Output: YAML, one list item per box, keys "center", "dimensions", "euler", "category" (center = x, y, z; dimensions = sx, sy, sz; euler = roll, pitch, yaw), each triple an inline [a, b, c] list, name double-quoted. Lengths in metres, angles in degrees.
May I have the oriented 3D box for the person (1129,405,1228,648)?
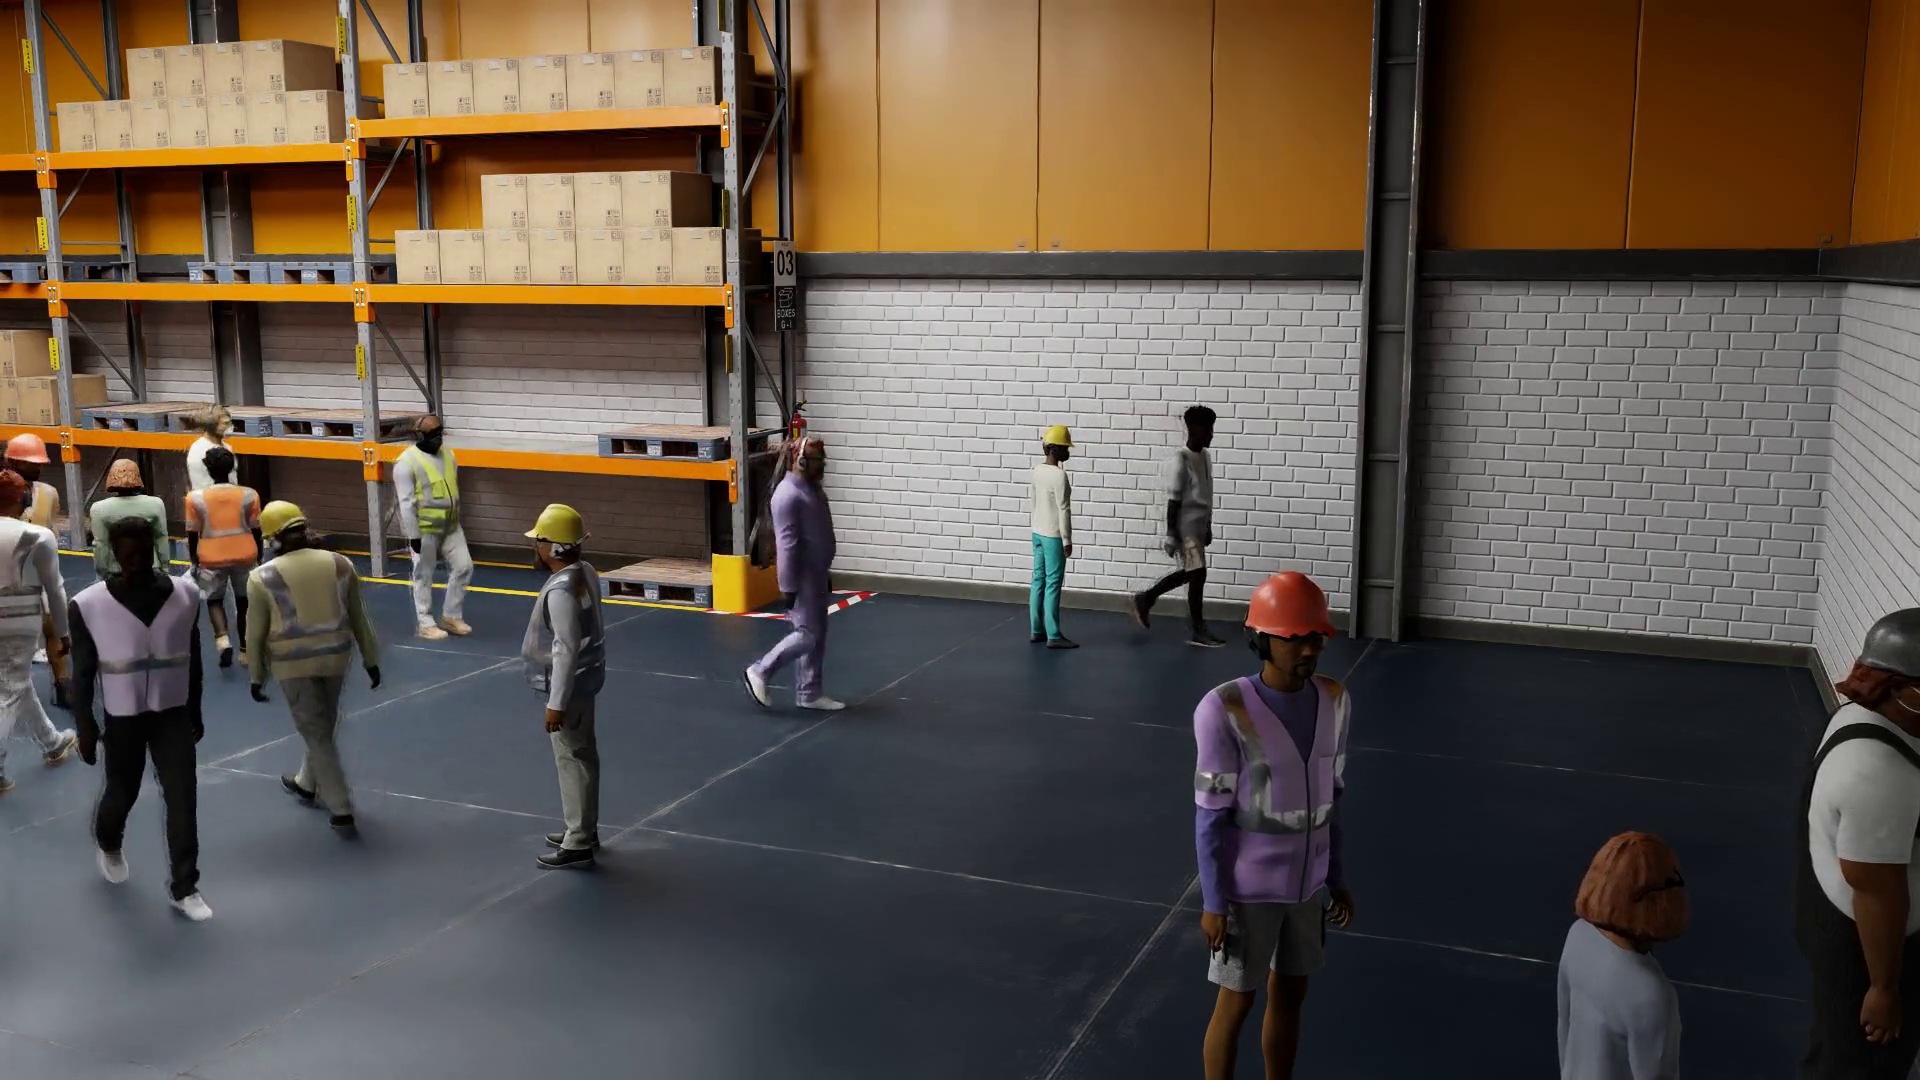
- center: [1.751, -0.125, 13.250]
  dimensions: [0.814, 1.936, 0.638]
  euler: [5, 11, 29]
  category: "person"

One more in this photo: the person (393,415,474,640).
- center: [-4.183, -0.089, 13.337]
  dimensions: [0.559, 1.823, 0.651]
  euler: [5, 11, 27]
  category: "person"

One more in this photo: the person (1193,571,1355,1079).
- center: [1.041, 1.107, 5.420]
  dimensions: [0.605, 2.045, 0.377]
  euler: [-5, 11, -29]
  category: "person"

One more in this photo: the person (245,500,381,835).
- center: [-3.507, 0.664, 8.954]
  dimensions: [0.932, 1.760, 0.637]
  euler: [8, 12, 41]
  category: "person"

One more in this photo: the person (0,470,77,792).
- center: [-5.495, 0.511, 9.672]
  dimensions: [0.585, 1.826, 0.973]
  euler: [1, 9, 5]
  category: "person"

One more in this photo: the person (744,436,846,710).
- center: [-1.098, 0.240, 11.175]
  dimensions: [0.547, 1.888, 0.645]
  euler: [2, 10, 12]
  category: "person"

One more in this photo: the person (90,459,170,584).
- center: [-5.961, 0.229, 11.987]
  dimensions: [0.507, 1.633, 0.278]
  euler: [-7, 12, -38]
  category: "person"

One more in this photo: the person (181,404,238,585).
- center: [-6.081, -0.151, 13.469]
  dimensions: [0.908, 1.913, 0.636]
  euler: [0, 9, 2]
  category: "person"

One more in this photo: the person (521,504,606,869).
- center: [-1.986, 0.727, 8.355]
  dimensions: [0.403, 1.837, 0.588]
  euler: [0, 9, -3]
  category: "person"

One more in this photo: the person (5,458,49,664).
- center: [-7.098, 0.119, 12.641]
  dimensions: [0.311, 1.636, 0.521]
  euler: [-6, 11, -34]
  category: "person"

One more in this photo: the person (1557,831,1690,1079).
- center: [1.649, 1.518, 4.164]
  dimensions: [0.280, 1.636, 0.500]
  euler: [-1, 9, -6]
  category: "person"

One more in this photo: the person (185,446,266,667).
- center: [-5.420, 0.148, 12.322]
  dimensions: [0.548, 1.684, 0.469]
  euler: [-5, 11, -28]
  category: "person"

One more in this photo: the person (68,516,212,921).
- center: [-3.871, 0.797, 7.831]
  dimensions: [0.595, 1.885, 0.928]
  euler: [-9, 13, -43]
  category: "person"

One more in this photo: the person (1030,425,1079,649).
- center: [0.740, -0.026, 13.150]
  dimensions: [0.329, 1.763, 0.523]
  euler: [-4, 10, -24]
  category: "person"

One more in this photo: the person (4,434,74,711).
- center: [-6.423, 0.208, 11.390]
  dimensions: [0.987, 1.889, 0.550]
  euler: [7, 12, 35]
  category: "person"
